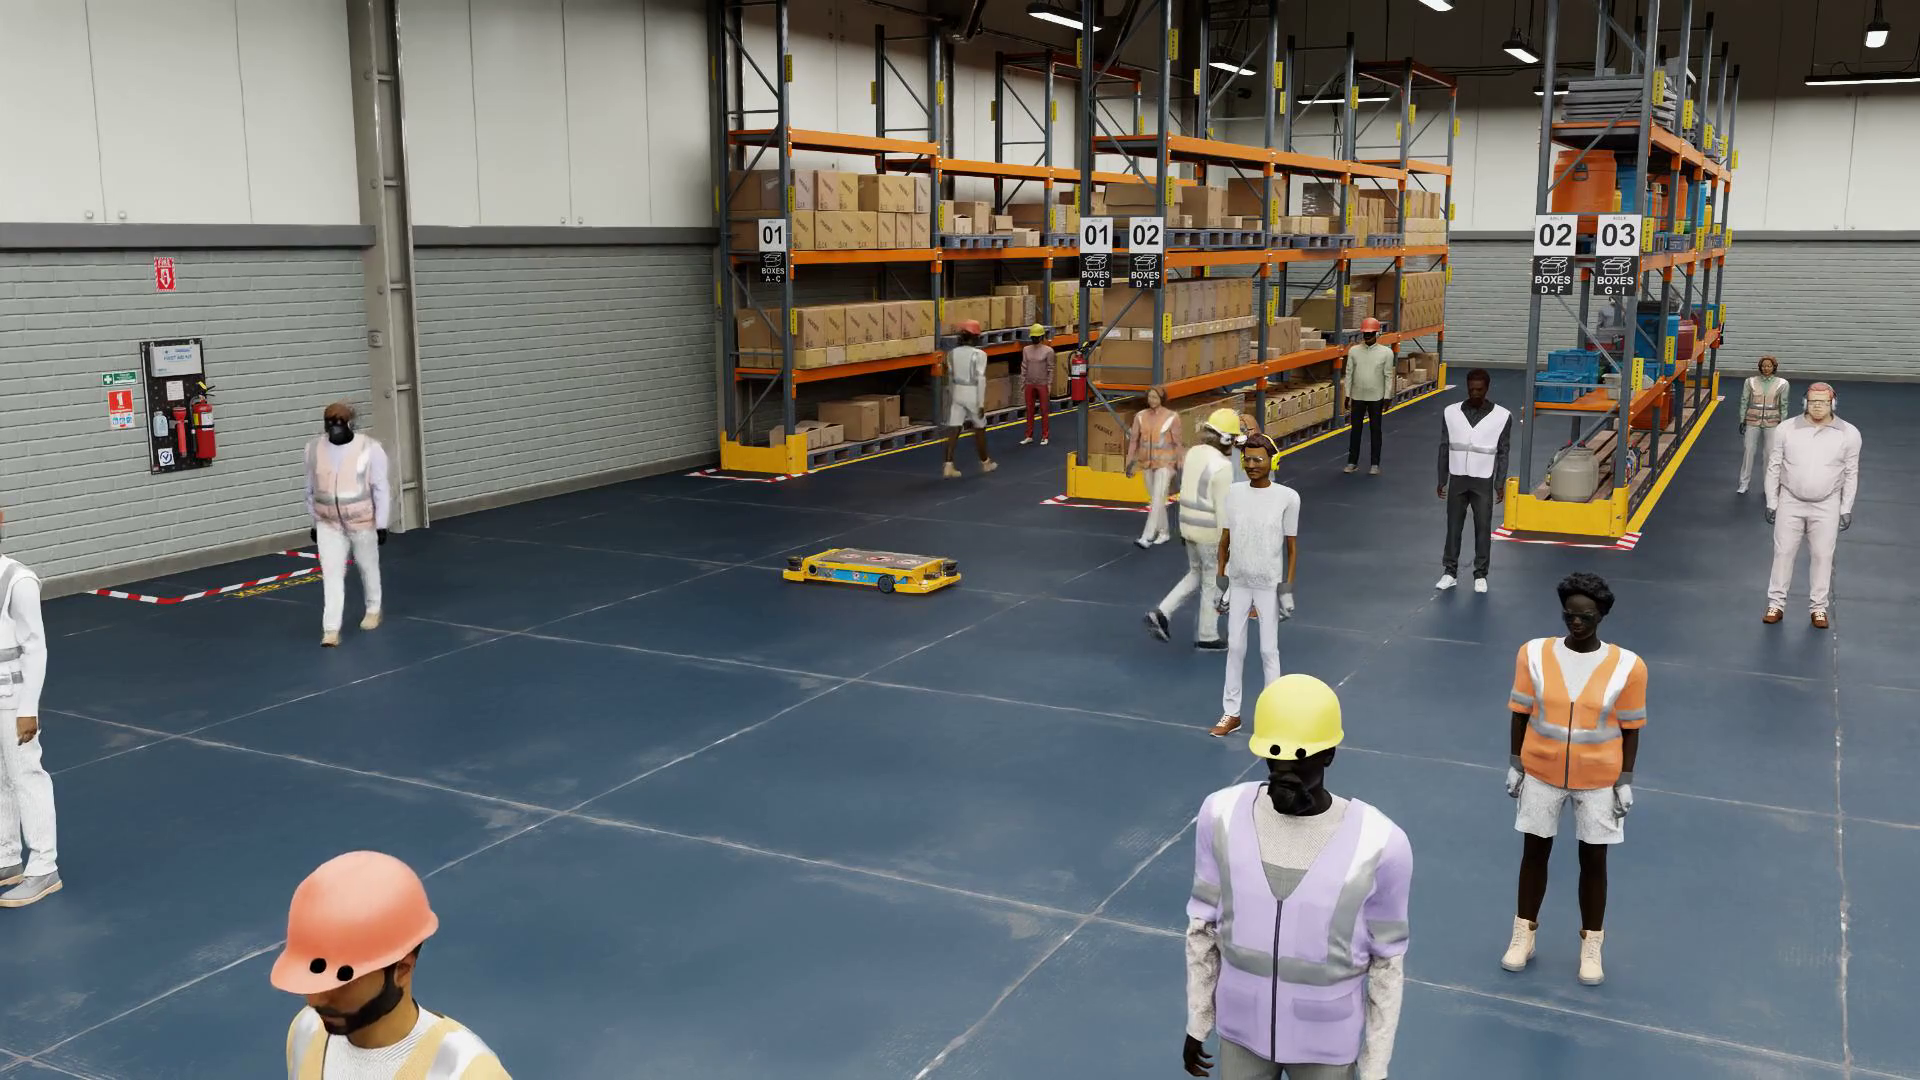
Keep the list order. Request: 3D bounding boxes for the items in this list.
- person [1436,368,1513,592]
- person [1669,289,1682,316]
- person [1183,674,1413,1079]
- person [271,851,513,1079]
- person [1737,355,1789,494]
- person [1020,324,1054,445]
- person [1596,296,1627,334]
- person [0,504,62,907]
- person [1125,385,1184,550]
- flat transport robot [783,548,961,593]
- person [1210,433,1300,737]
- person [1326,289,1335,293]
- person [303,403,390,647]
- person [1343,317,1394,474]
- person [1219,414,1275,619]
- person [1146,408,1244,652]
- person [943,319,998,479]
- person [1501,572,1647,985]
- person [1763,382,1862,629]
[{"bbox_3d":[4.389,-0.517,14.248,0.593,1.918,0.391,5,12,26],"label":"person"},{"bbox_3d":[14.176,-4.106,33.480,0.710,2.000,1.059,7,12,33],"label":"person"},{"bbox_3d":[0.866,1.286,4.384,0.587,1.928,0.363,5,12,26],"label":"person"},{"bbox_3d":[-1.082,1.508,3.155,0.544,1.936,0.359,5,12,26],"label":"person"},{"bbox_3d":[9.425,-1.349,19.536,0.512,1.641,0.307,5,12,26],"label":"person"},{"bbox_3d":[1.112,-2.253,24.132,0.523,1.767,0.313,5,12,26],"label":"person"},{"bbox_3d":[13.113,-4.047,33.435,0.631,1.940,0.372,5,12,26],"label":"person"},{"bbox_3d":[-4.384,0.724,7.569,0.575,1.885,0.355,5,12,26],"label":"person"},{"bbox_3d":[1.858,-0.702,16.110,0.543,1.589,0.844,8,13,37],"label":"person"},{"bbox_3d":[-0.771,0.253,14.536,1.431,0.197,0.652,5,12,27],"label":"flat transport robot"},{"bbox_3d":[1.767,0.284,10.005,0.509,1.872,0.328,5,12,26],"label":"person"},{"bbox_3d":[8.369,-4.784,37.749,0.588,1.830,0.404,5,12,26],"label":"person"},{"bbox_3d":[-4.607,-0.138,12.525,0.646,1.793,0.954,-1,10,-4],"label":"person"},{"bbox_3d":[5.198,-1.835,21.221,0.610,1.995,0.375,5,12,26],"label":"person"},{"bbox_3d":[2.246,-0.191,13.241,0.498,1.633,0.285,5,12,26],"label":"person"},{"bbox_3d":[1.744,-0.052,12.036,0.609,1.801,0.622,-4,11,-21],"label":"person"},{"bbox_3d":[0.101,-1.769,20.886,0.628,1.989,1.043,7,13,35],"label":"person"},{"bbox_3d":[2.493,0.960,6.788,0.533,1.698,0.318,5,12,26],"label":"person"},{"bbox_3d":[6.603,-0.271,12.932,0.642,1.909,0.410,5,12,26],"label":"person"}]
